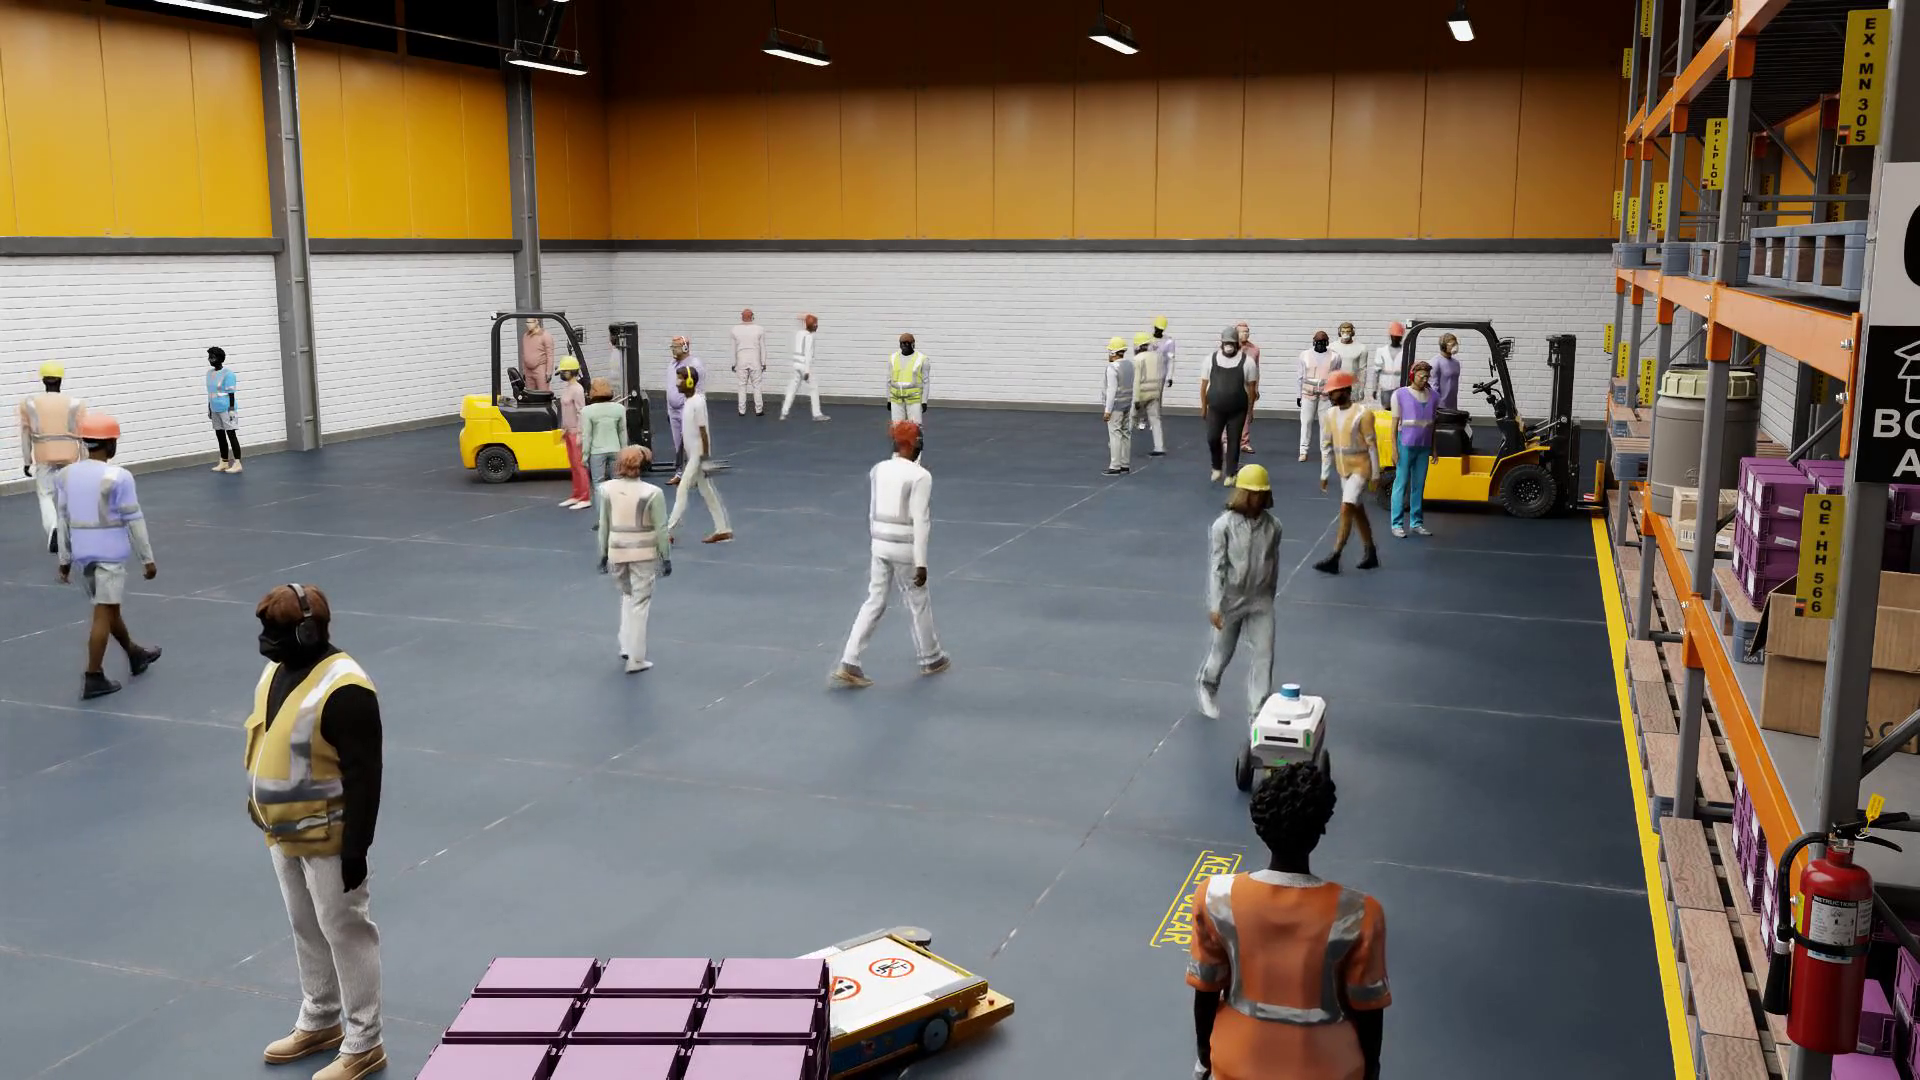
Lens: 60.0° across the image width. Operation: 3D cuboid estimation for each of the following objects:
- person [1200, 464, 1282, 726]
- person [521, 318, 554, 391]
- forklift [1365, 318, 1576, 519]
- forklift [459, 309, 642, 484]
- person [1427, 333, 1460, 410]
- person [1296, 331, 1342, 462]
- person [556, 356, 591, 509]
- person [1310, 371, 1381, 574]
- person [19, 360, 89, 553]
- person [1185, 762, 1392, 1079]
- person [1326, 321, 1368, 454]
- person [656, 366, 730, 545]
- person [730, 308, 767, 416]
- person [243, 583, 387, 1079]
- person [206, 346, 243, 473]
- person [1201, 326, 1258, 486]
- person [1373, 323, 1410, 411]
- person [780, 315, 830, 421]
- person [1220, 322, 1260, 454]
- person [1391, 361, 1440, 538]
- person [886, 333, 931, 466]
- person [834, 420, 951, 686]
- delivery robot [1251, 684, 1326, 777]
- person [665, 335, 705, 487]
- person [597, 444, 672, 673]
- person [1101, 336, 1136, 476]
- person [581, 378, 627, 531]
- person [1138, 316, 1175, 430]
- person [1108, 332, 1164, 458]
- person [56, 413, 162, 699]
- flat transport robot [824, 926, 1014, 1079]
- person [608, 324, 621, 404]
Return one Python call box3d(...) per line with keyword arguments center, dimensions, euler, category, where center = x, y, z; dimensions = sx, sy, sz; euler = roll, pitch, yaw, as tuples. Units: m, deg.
box3d(center=(1.750, 0.359, 10.336), dimensions=(0.488, 1.713, 0.848), euler=(-3, 10, -14), category="person")
box3d(center=(-6.990, -2.772, 27.417), dimensions=(0.651, 1.903, 0.403), euler=(6, 12, 31), category="person")
box3d(center=(5.787, -1.437, 19.079), dimensions=(2.313, 2.155, 1.214), euler=(3, 11, 19), category="forklift")
box3d(center=(-5.354, -1.902, 21.697), dimensions=(2.313, 2.155, 1.214), euler=(-2, 10, -13), category="forklift")
box3d(center=(6.062, -1.621, 20.837), dimensions=(0.372, 1.940, 0.632), euler=(10, 14, 44), category="person")
box3d(center=(5.011, -2.004, 23.275), dimensions=(0.621, 1.841, 0.429), euler=(2, 10, 11), category="person")
box3d(center=(-4.465, -1.238, 19.169), dimensions=(0.327, 1.767, 0.532), euler=(-6, 11, -29), category="person")
box3d(center=(3.572, -0.628, 15.425), dimensions=(0.966, 1.871, 0.550), euler=(-6, 11, -29), category="person")
box3d(center=(-8.883, -0.812, 16.352), dimensions=(0.598, 1.908, 0.720), euler=(-6, 12, -30), category="person")
box3d(center=(0.864, 1.416, 4.412), dimensions=(0.532, 1.697, 0.320), euler=(4, 11, 19), category="person")
box3d(center=(5.535, -2.174, 23.952), dimensions=(0.630, 1.940, 0.372), euler=(2, 10, 14), category="person")
box3d(center=(-2.766, -0.837, 16.757), dimensions=(0.963, 1.819, 0.562), euler=(-4, 11, -19), category="person")
box3d(center=(-3.747, -3.145, 29.509), dimensions=(0.640, 1.910, 0.407), euler=(0, 10, -1), category="person")
box3d(center=(-2.339, 1.059, 6.018), dimensions=(0.633, 1.841, 0.429), euler=(9, 13, 40), category="person")
box3d(center=(-9.839, -1.736, 22.181), dimensions=(0.535, 1.691, 0.319), euler=(6, 12, 30), category="person")
box3d(center=(3.368, -1.684, 20.904), dimensions=(0.710, 2.000, 0.535), euler=(3, 10, 15), category="person")
box3d(center=(6.460, -2.295, 24.794), dimensions=(0.554, 1.888, 1.010), euler=(4, 11, 22), category="person")
box3d(center=(-2.720, -2.954, 28.710), dimensions=(0.816, 1.838, 0.619), euler=(-5, 11, -27), category="person")
box3d(center=(4.073, -2.201, 24.184), dimensions=(0.641, 1.913, 0.408), euler=(-3, 10, -16), category="person")
box3d(center=(4.725, -0.948, 17.329), dimensions=(0.564, 1.838, 0.390), euler=(-4, 11, -22), category="person")
box3d(center=(-0.725, -1.904, 22.708), dimensions=(0.622, 1.843, 0.429), euler=(3, 11, 19), category="person")
box3d(center=(-0.452, 0.094, 11.507), dimensions=(0.630, 1.837, 0.998), euler=(9, 13, 41), category="person")
box3d(center=(1.859, 1.057, 9.385), dimensions=(0.477, 0.478, 0.707), euler=(3, 11, 18), category="delivery robot")
box3d(center=(-3.477, -1.610, 20.867), dimensions=(0.649, 1.906, 0.402), euler=(9, 14, 42), category="person")
box3d(center=(-2.295, 0.128, 11.867), dimensions=(0.550, 1.619, 0.476), euler=(4, 11, 21), category="person")
box3d(center=(2.064, -1.758, 21.900), dimensions=(0.404, 1.835, 0.586), euler=(7, 12, 35), category="person")
box3d(center=(-3.769, -0.903, 17.651), dimensions=(0.507, 1.631, 0.268), euler=(-7, 12, -33), category="person")
box3d(center=(3.206, -2.715, 27.161), dimensions=(0.630, 1.878, 0.562), euler=(3, 11, 19), category="person")
box3d(center=(2.577, -2.079, 23.849), dimensions=(0.620, 1.781, 0.935), euler=(-9, 13, -41), category="person")
box3d(center=(-5.779, 0.076, 11.401), dimensions=(0.581, 1.891, 0.955), euler=(3, 10, 14), category="person")
box3d(center=(-0.540, 1.802, 6.255), dimensions=(1.431, 0.197, 0.652), euler=(-8, 13, -40), category="flat transport robot")
box3d(center=(-4.756, -2.074, 23.327), dimensions=(0.397, 1.954, 0.641), euler=(-6, 12, -31), category="person")
